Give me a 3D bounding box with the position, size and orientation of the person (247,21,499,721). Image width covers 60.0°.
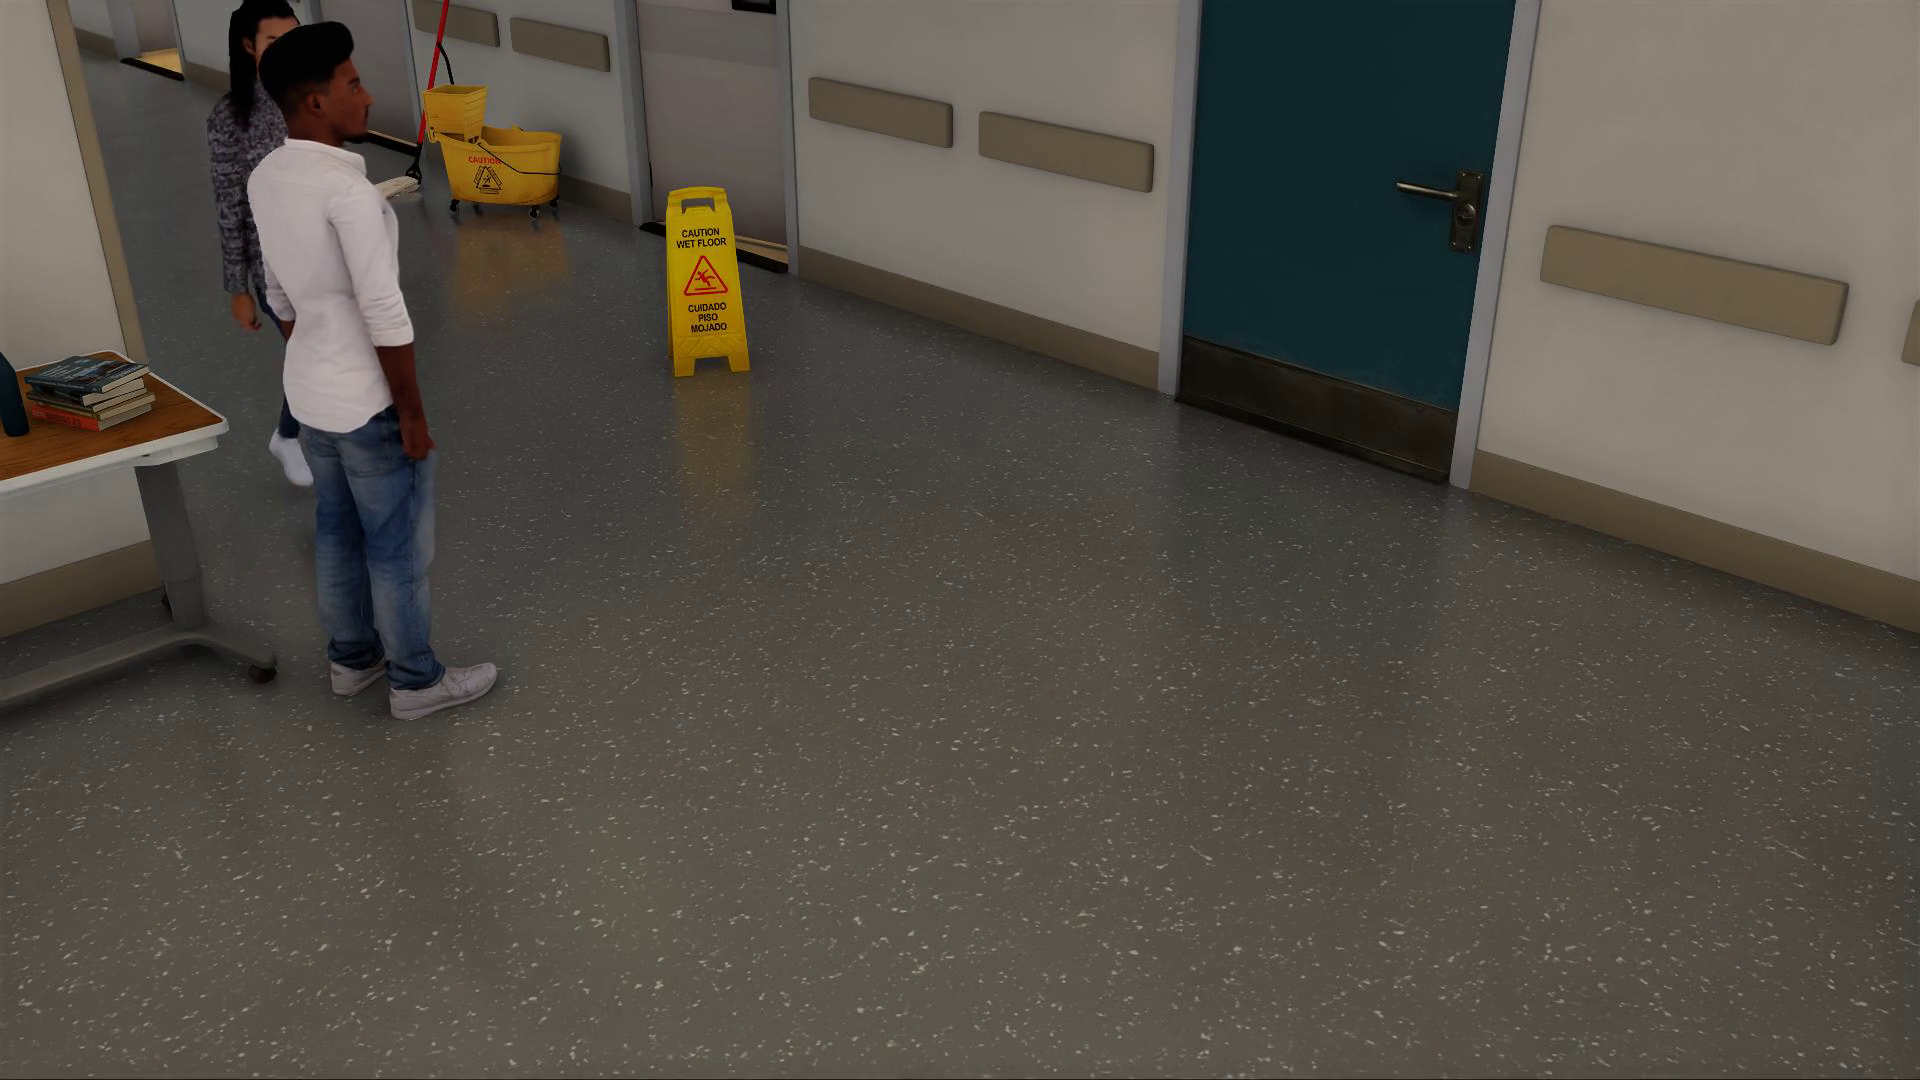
[{"bbox_3d":[-1.578,-0.403,4.311,0.529,1.808,0.717,19,31,34],"label":"person"}]

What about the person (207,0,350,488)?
[{"bbox_3d":[-2.176,-0.868,5.413,1.208,1.688,0.705,19,32,35],"label":"person"}]
